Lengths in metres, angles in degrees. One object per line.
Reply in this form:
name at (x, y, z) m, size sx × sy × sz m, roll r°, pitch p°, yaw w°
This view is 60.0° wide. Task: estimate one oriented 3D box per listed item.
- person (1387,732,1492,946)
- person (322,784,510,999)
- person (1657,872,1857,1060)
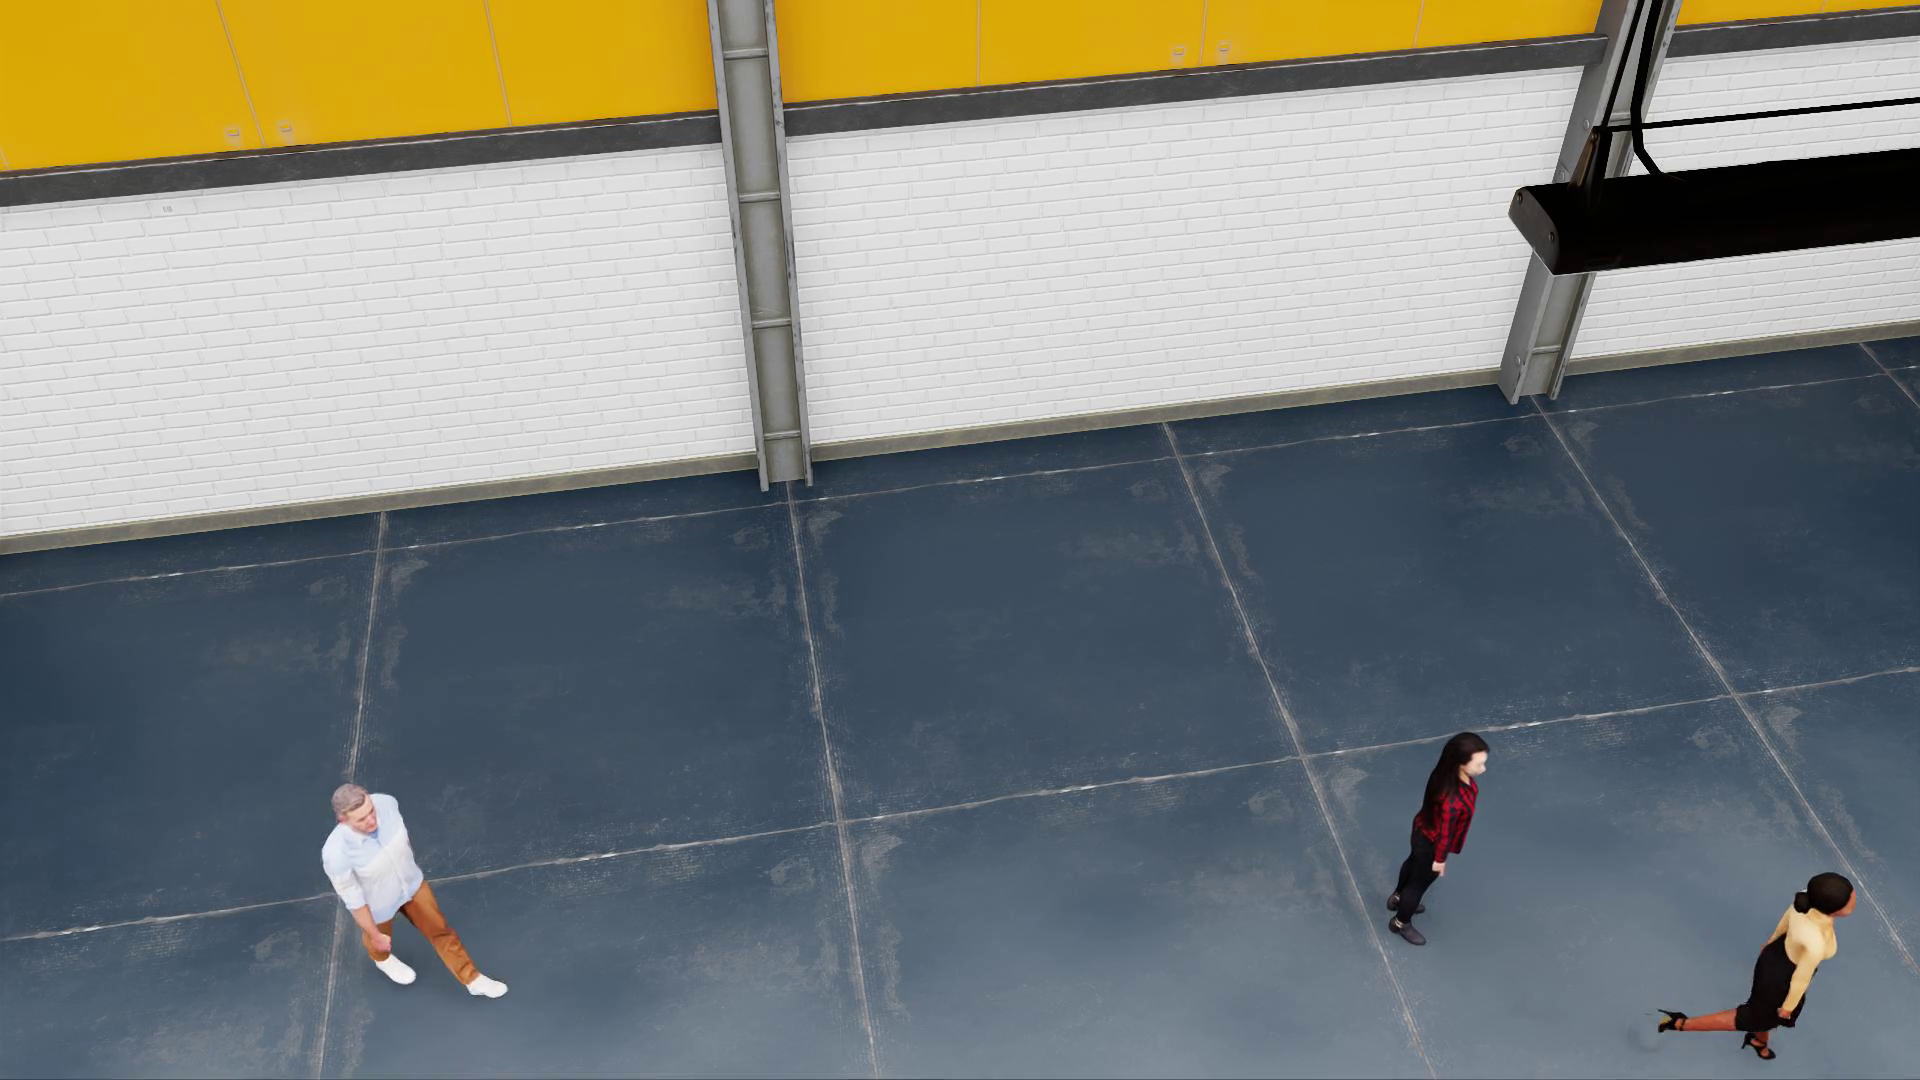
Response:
person at (2.628, 1.640, 9.239) m, size 0.653 × 1.653 × 0.658 m, roll 11°, pitch 45°, yaw 11°
person at (-3.147, 1.859, 8.914) m, size 1.221 × 1.785 × 1.102 m, roll 20°, pitch 47°, yaw 19°
person at (4.168, 2.245, 8.619) m, size 1.020 × 1.633 × 0.819 m, roll 10°, pitch 44°, yaw 10°
